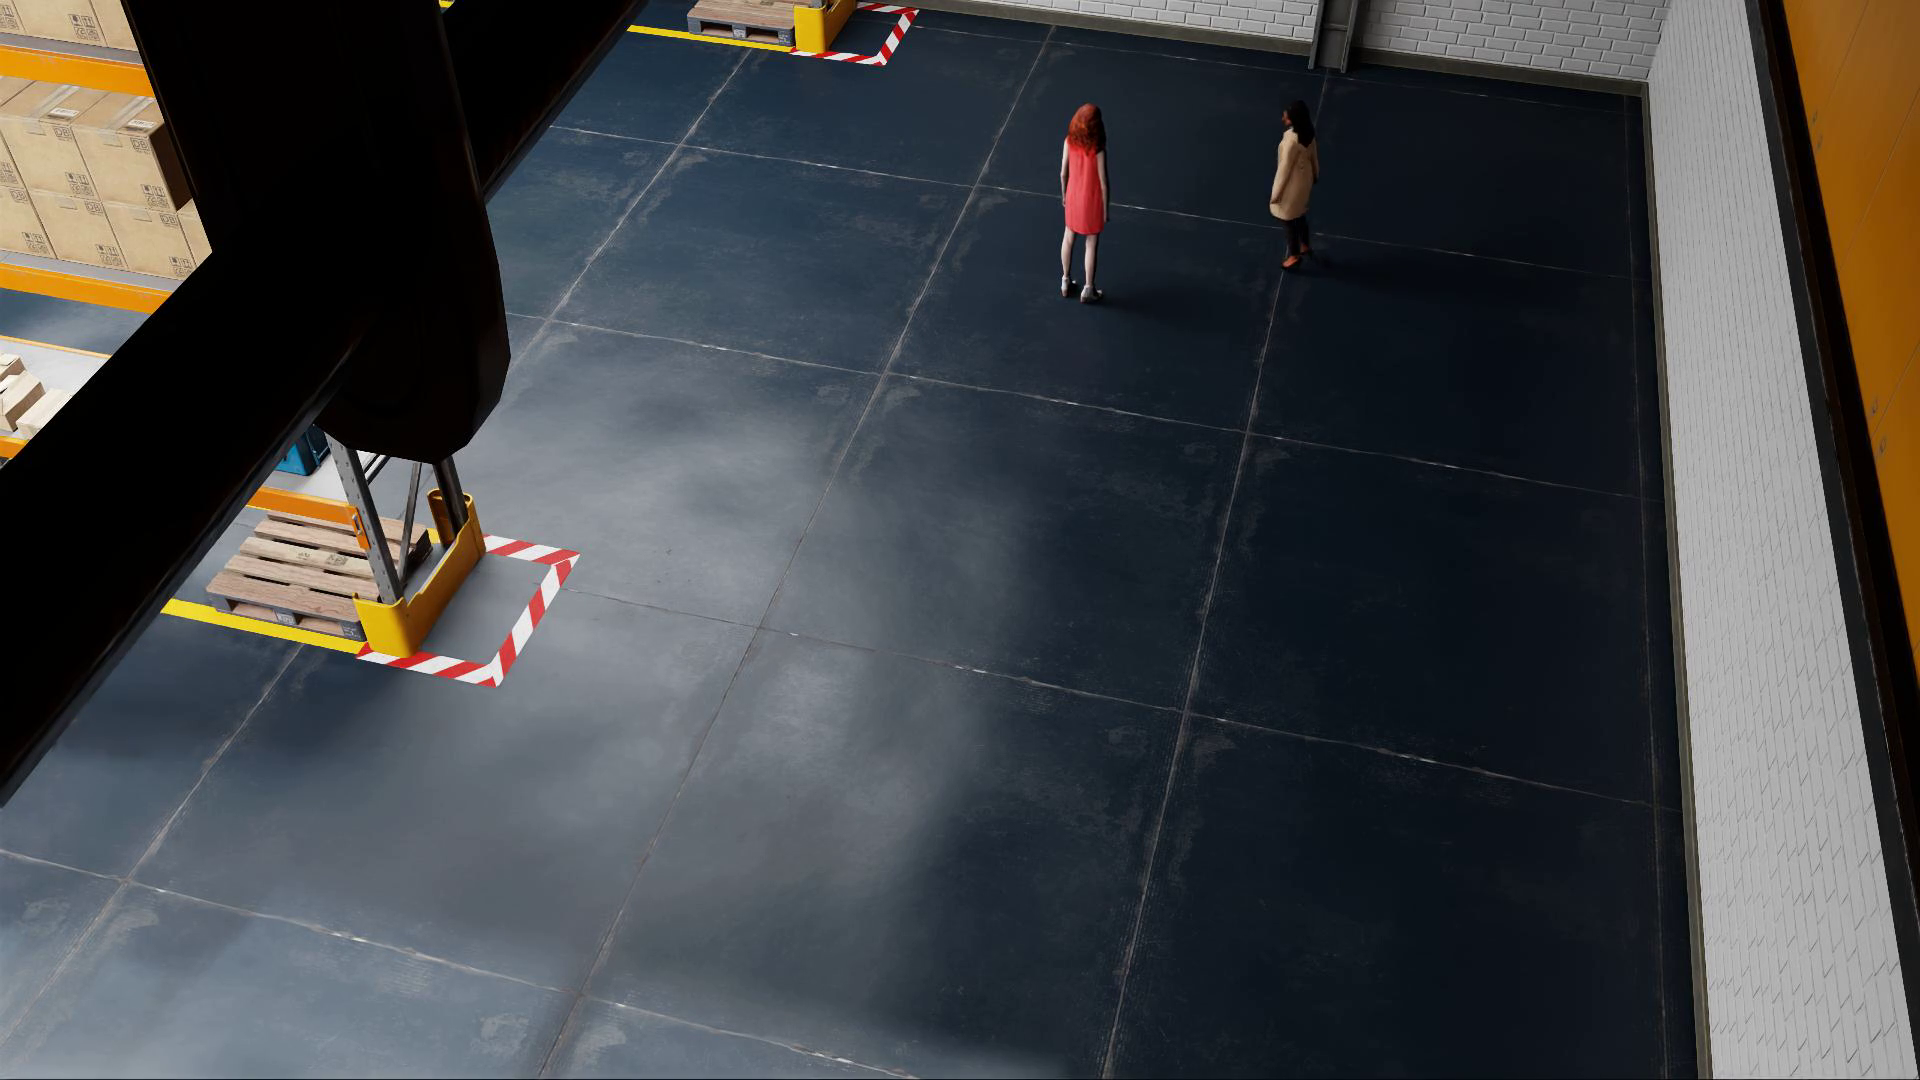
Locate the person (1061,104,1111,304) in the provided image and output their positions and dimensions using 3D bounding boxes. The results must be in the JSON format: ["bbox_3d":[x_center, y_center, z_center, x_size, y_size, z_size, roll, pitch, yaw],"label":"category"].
[{"bbox_3d":[1.034,-2.804,13.893,0.571,1.828,0.720,27,50,25],"label":"person"}]

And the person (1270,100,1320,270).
[{"bbox_3d":[2.921,-3.016,14.248,0.775,1.645,0.728,-33,53,-30],"label":"person"}]
